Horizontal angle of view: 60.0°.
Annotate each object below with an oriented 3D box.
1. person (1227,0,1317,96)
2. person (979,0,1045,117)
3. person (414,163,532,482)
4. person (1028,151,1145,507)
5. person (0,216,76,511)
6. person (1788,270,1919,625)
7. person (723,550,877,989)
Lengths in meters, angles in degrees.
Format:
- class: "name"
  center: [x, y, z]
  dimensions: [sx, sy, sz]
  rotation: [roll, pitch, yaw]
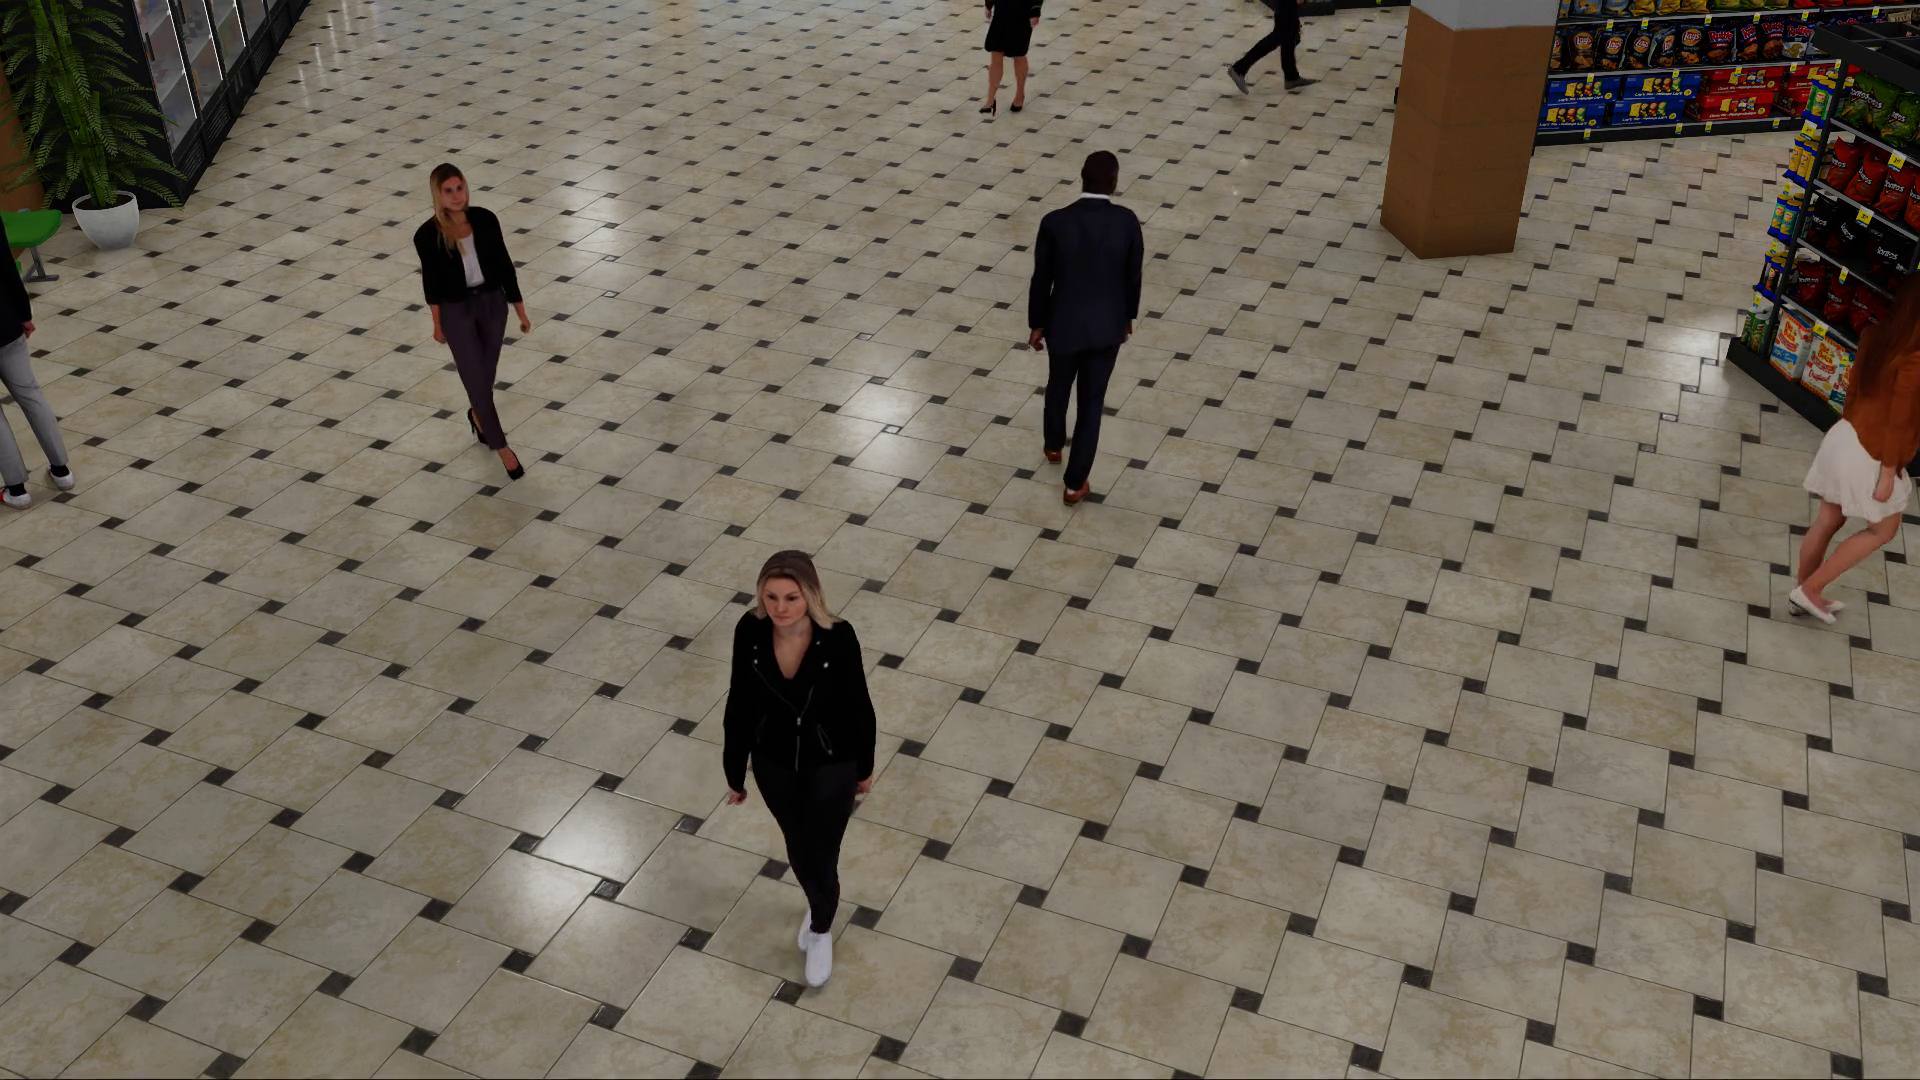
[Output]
- class: "person"
  center: [2.698, -4.698, 14.146]
  dimensions: [1.152, 1.844, 0.737]
  rotation: [-8, 33, -13]
- class: "person"
  center: [0.475, -4.382, 13.814]
  dimensions: [0.987, 1.658, 1.028]
  rotation: [15, 35, 22]
- class: "person"
  center: [-2.560, -1.166, 8.669]
  dimensions: [1.057, 1.633, 0.976]
  rotation: [-23, 38, -32]
- class: "person"
  center: [0.620, -0.990, 8.235]
  dimensions: [0.947, 1.794, 0.948]
  rotation: [6, 32, 9]
- class: "person"
  center: [-4.868, -1.077, 8.227]
  dimensions: [0.850, 1.949, 0.770]
  rotation: [23, 39, 32]
- class: "person"
  center: [3.897, -0.370, 7.312]
  dimensions: [0.647, 1.715, 0.651]
  rotation: [-2, 32, -3]
- class: "person"
  center: [-0.503, 0.704, 5.632]
  dimensions: [0.722, 1.667, 0.807]
  rotation: [6, 32, 9]
